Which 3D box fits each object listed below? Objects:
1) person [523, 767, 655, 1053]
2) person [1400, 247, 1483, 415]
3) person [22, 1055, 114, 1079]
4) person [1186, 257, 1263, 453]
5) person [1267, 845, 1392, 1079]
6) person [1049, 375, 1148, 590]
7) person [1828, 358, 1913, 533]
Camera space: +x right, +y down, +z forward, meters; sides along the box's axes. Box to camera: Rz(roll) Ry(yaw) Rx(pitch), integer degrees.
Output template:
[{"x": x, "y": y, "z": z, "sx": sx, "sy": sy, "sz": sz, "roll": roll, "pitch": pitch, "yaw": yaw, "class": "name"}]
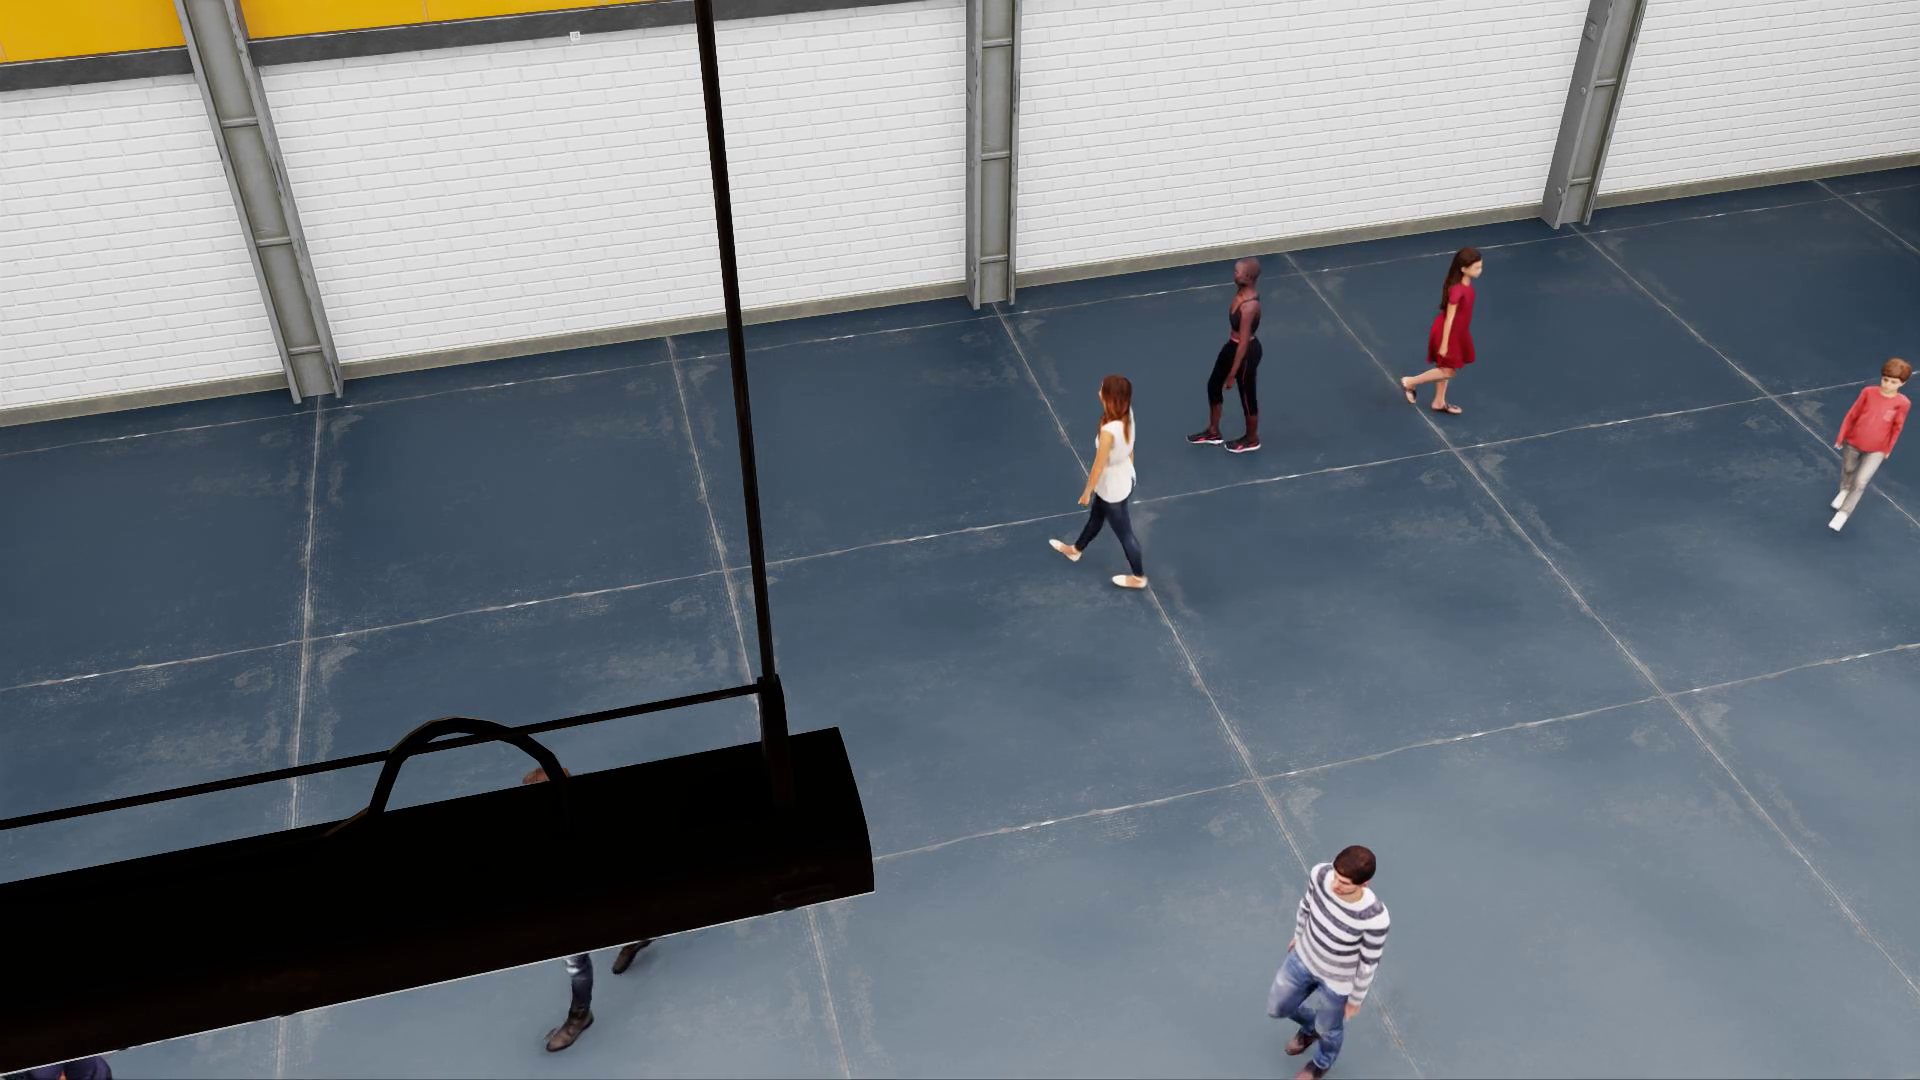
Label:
[{"x": -1.990, "y": 1.846, "z": 8.865, "sx": 1.198, "sy": 1.887, "sz": 1.019, "roll": -30, "pitch": 48, "yaw": -32, "class": "person"}, {"x": 3.936, "y": -1.707, "z": 13.588, "sx": 0.875, "sy": 1.546, "sz": 0.790, "roll": 16, "pitch": 41, "yaw": 19, "class": "person"}, {"x": -4.187, "y": 2.637, "z": 7.954, "sx": 0.600, "sy": 1.788, "sz": 0.661, "roll": -16, "pitch": 41, "yaw": -19, "class": "person"}, {"x": 2.325, "y": -1.434, "z": 13.086, "sx": 0.894, "sy": 1.745, "sz": 0.734, "roll": -2, "pitch": 39, "yaw": -2, "class": "person"}, {"x": 1.960, "y": 2.142, "z": 8.534, "sx": 0.817, "sy": 1.839, "sz": 0.790, "roll": -26, "pitch": 45, "yaw": -29, "class": "person"}, {"x": 1.192, "y": -0.363, "z": 11.740, "sx": 1.109, "sy": 1.752, "sz": 0.969, "roll": 14, "pitch": 41, "yaw": 16, "class": "person"}, {"x": 6.861, "y": -0.770, "z": 12.542, "sx": 0.827, "sy": 1.386, "sz": 0.993, "roll": 31, "pitch": 48, "yaw": 33, "class": "person"}]
